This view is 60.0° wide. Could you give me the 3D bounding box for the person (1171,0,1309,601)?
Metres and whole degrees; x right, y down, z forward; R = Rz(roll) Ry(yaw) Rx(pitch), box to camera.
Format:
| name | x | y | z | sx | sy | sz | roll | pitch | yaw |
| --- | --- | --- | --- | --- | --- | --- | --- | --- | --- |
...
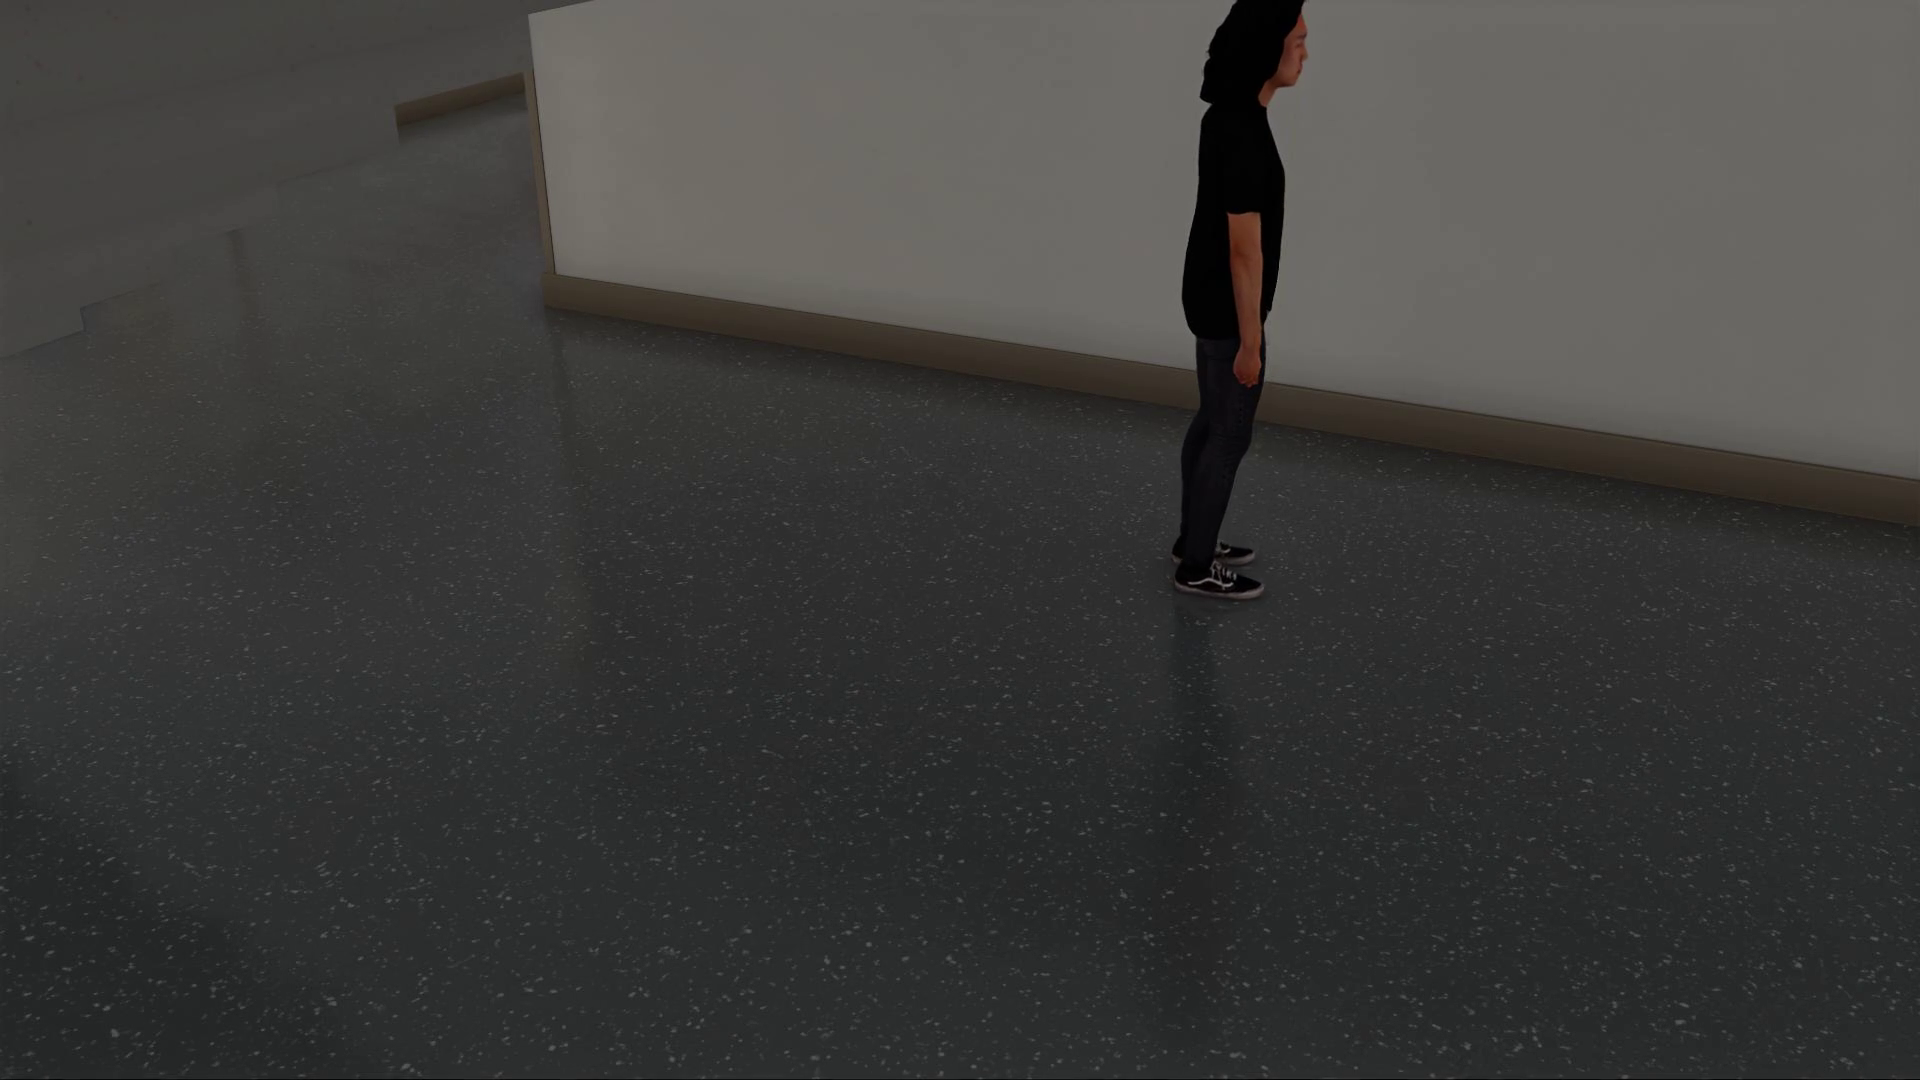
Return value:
| name | x | y | z | sx | sy | sz | roll | pitch | yaw |
| --- | --- | --- | --- | --- | --- | --- | --- | --- | --- |
| person | 0.785 | -0.703 | 4.924 | 0.689 | 1.826 | 0.705 | -1 | 26 | -1 |
